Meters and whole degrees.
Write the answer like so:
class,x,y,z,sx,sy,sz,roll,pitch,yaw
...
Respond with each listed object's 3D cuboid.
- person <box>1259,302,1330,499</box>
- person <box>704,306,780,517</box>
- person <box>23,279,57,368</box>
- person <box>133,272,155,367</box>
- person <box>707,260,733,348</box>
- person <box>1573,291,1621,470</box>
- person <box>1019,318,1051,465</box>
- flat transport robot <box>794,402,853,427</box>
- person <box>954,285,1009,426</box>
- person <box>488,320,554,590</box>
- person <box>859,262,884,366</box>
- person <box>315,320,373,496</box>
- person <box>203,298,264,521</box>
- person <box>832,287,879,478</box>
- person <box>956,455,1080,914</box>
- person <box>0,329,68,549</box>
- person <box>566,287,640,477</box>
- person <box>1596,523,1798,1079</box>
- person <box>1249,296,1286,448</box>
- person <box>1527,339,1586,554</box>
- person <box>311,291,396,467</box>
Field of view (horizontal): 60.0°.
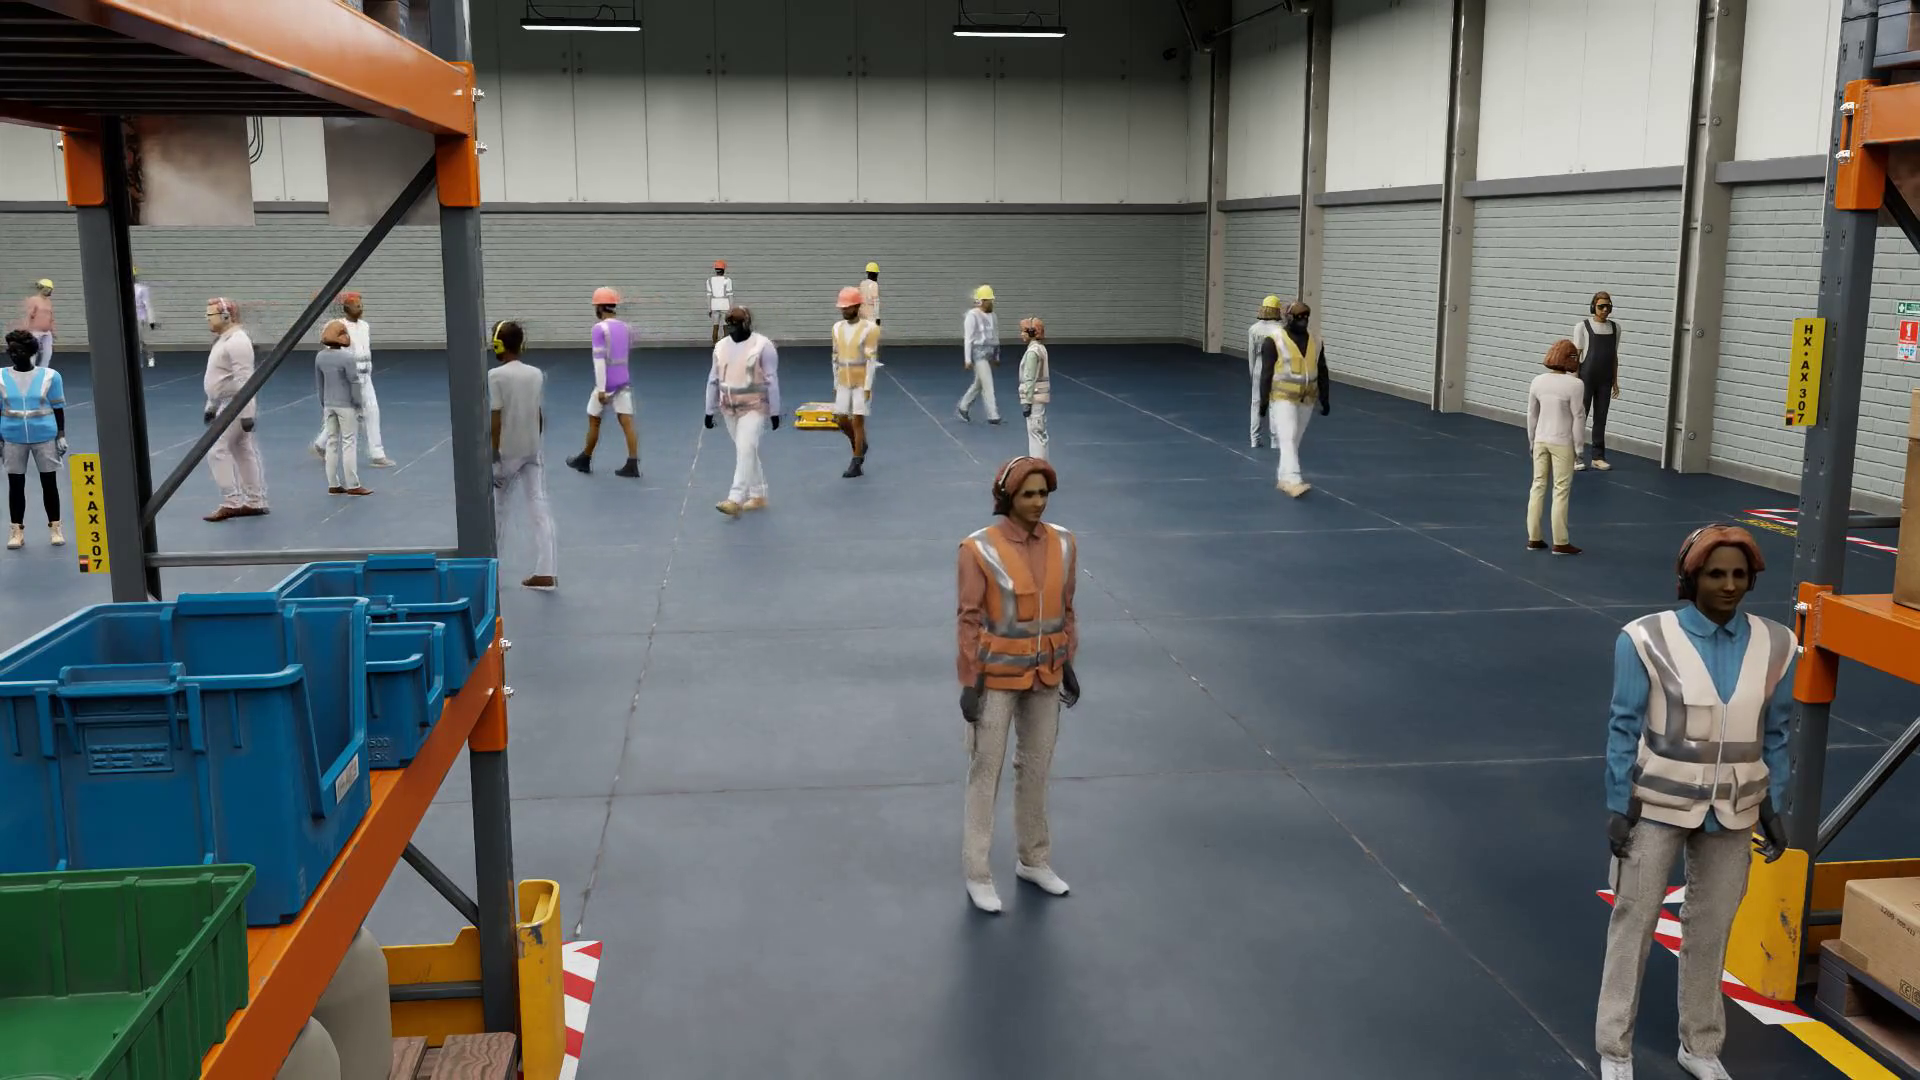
class,x,y,z,sx,sy,sz,roll,pitch,yaw
person,3.158,-1.295,15.424,0.651,1.799,0.865,-4,11,-22
person,-1.948,-1.105,14.372,0.659,1.798,0.918,6,12,30
person,-14.975,-3.365,26.998,0.402,1.719,0.695,2,11,12
person,-15.035,-4.068,30.441,0.633,1.883,0.895,2,11,12
person,-4.841,-4.695,33.689,0.542,1.939,0.363,2,11,11
person,6.563,-1.635,17.174,0.512,1.845,0.340,-2,10,-9
person,0.719,-1.319,16.025,0.311,1.634,0.513,2,11,12
flat transport robot,-1.734,-1.618,21.394,0.652,0.197,1.431,0,10,0
person,0.254,-2.370,21.337,0.874,1.803,0.600,7,13,35
person,-3.131,-0.586,11.447,0.915,1.828,0.559,7,13,35
person,-1.651,-4.204,31.029,0.380,1.924,0.593,-7,12,-33
person,-5.751,-1.219,15.465,0.500,1.635,0.287,5,11,25
person,-6.301,-1.110,14.165,0.651,1.885,0.667,-6,12,-28
person,-1.042,-1.585,16.722,0.540,1.915,0.548,5,12,26
person,0.207,0.508,5.992,0.522,1.636,0.310,-7,12,-33
person,-7.218,-0.784,12.906,0.534,1.698,0.322,-5,11,-24
person,-3.603,-1.591,16.797,0.969,1.887,0.565,6,12,31
person,2.031,0.760,4.605,0.515,1.641,0.314,0,10,-1
person,3.535,-1.917,19.015,0.484,1.738,0.305,7,13,34
person,4.545,-0.710,12.680,0.282,1.634,0.498,-6,12,-30
person,-6.405,-1.679,17.409,0.894,1.858,0.586,3,11,18
